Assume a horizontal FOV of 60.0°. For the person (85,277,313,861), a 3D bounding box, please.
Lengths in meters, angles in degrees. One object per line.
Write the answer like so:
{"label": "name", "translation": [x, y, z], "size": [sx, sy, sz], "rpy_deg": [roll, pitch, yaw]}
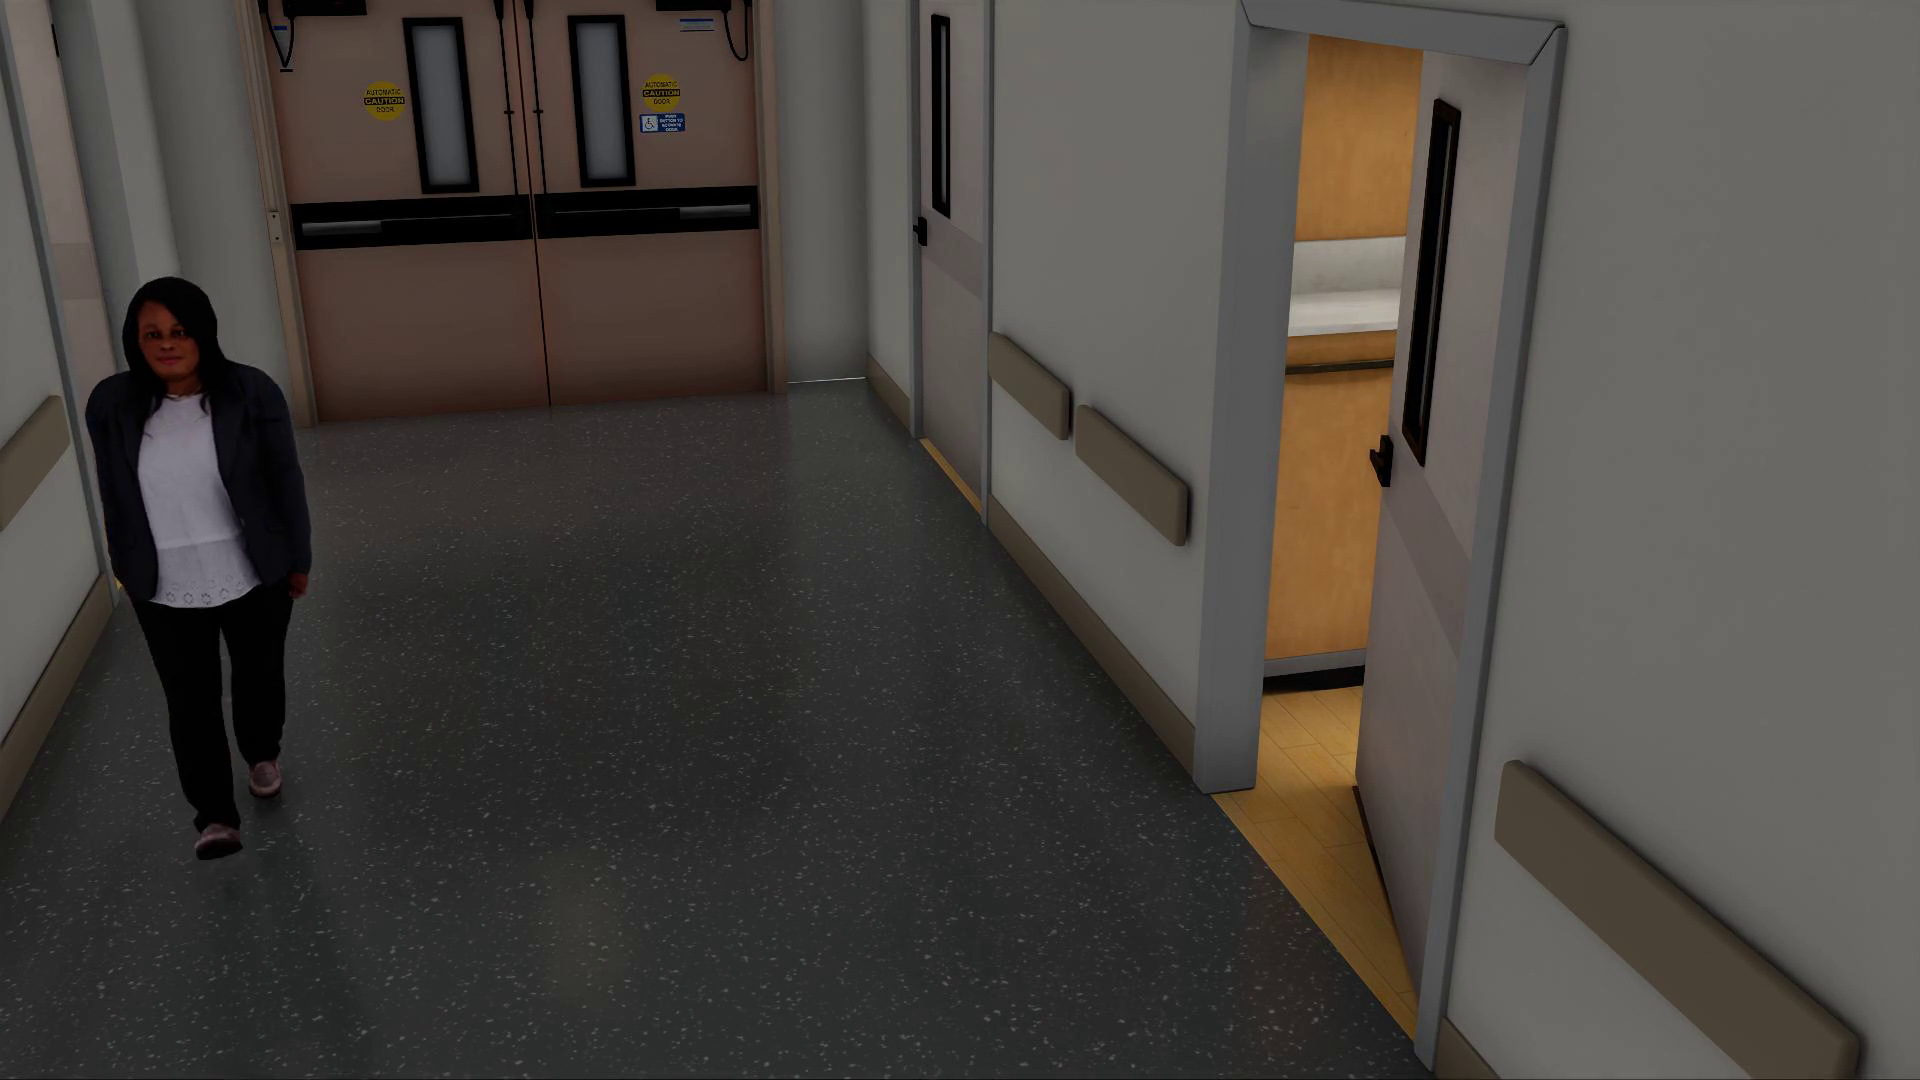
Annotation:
{"label": "person", "translation": [-2.090, 0.060, 4.670], "size": [0.761, 1.562, 1.027], "rpy_deg": [-9, 22, -22]}
